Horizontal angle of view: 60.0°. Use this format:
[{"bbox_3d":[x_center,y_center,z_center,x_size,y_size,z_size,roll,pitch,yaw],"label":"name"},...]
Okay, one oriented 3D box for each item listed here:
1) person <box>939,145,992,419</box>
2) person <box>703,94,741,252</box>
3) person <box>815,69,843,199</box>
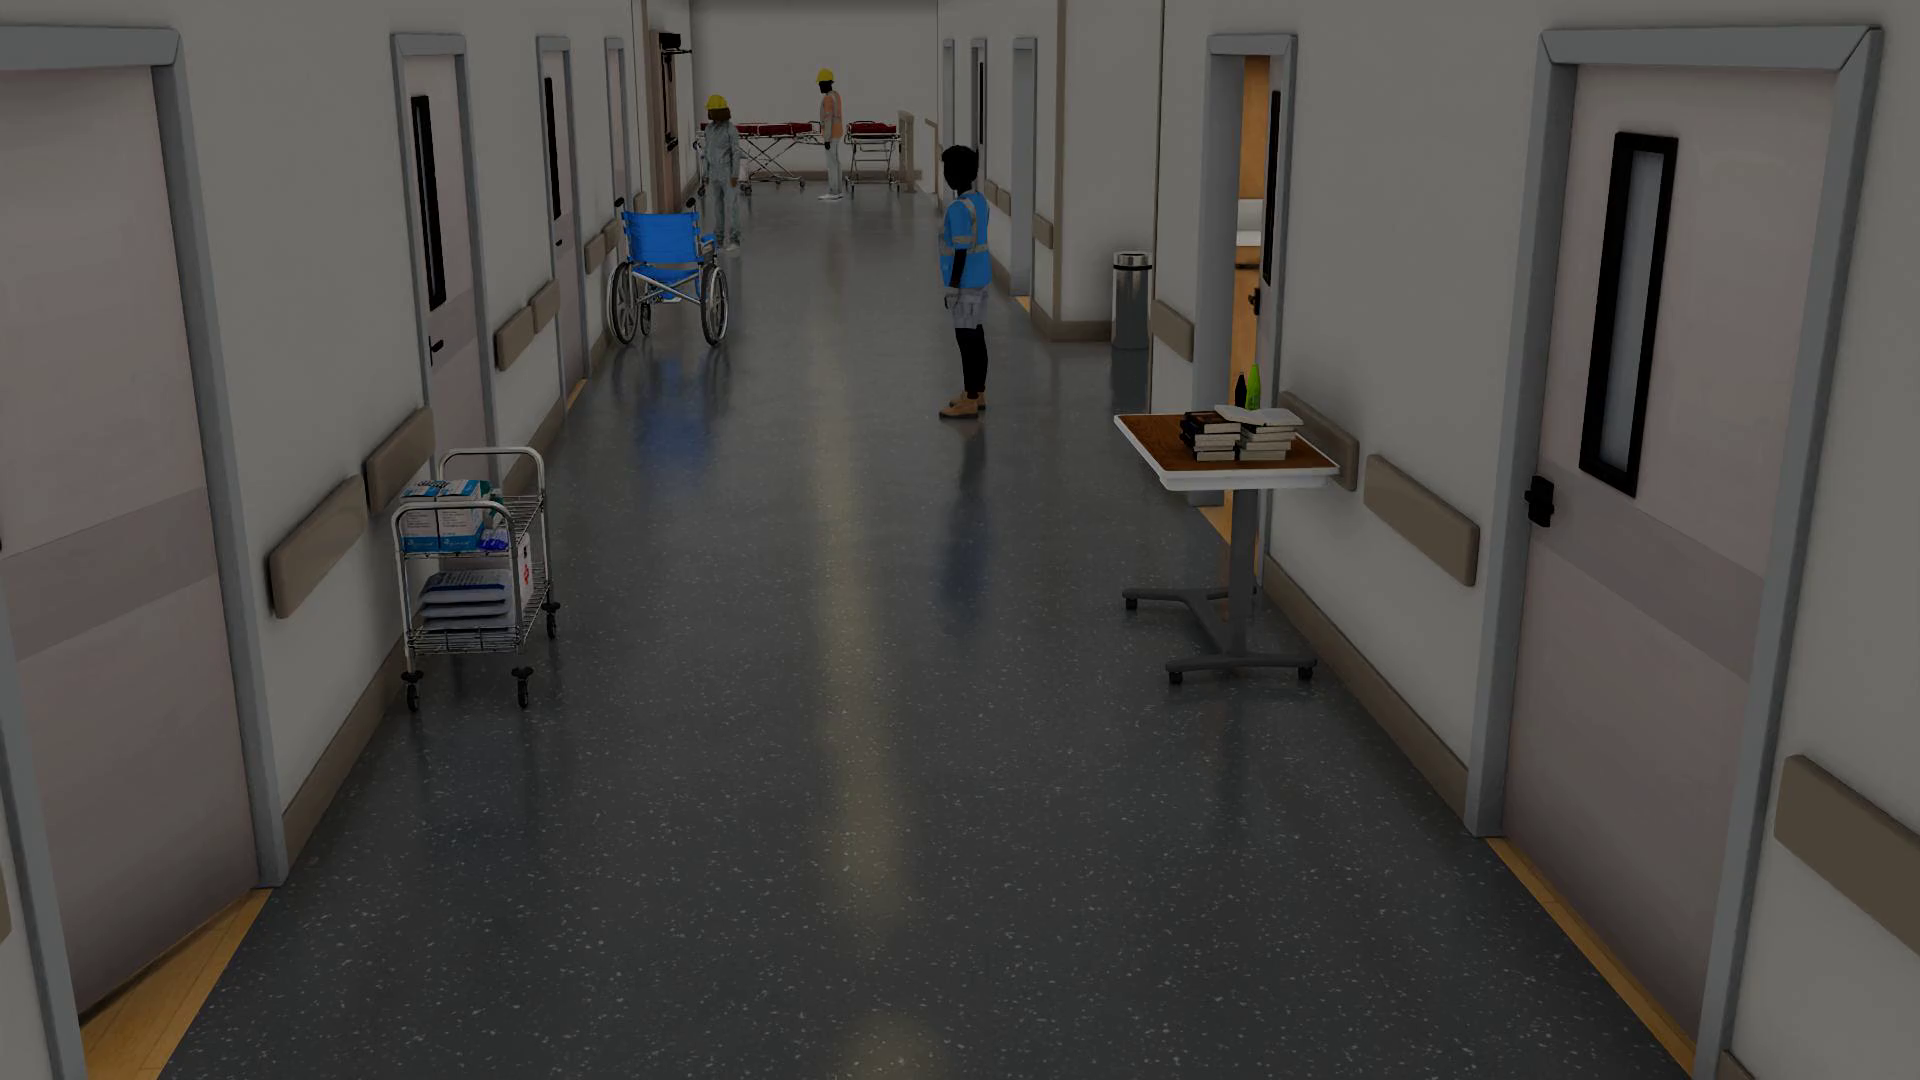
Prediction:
[{"bbox_3d":[0.029,-1.607,10.417,0.320,1.693,0.531,4,17,14],"label":"person"},{"bbox_3d":[-2.693,-4.123,18.746,0.487,1.741,0.313,12,20,34],"label":"person"},{"bbox_3d":[-1.971,-6.108,25.077,0.393,1.918,0.585,2,17,7],"label":"person"}]
